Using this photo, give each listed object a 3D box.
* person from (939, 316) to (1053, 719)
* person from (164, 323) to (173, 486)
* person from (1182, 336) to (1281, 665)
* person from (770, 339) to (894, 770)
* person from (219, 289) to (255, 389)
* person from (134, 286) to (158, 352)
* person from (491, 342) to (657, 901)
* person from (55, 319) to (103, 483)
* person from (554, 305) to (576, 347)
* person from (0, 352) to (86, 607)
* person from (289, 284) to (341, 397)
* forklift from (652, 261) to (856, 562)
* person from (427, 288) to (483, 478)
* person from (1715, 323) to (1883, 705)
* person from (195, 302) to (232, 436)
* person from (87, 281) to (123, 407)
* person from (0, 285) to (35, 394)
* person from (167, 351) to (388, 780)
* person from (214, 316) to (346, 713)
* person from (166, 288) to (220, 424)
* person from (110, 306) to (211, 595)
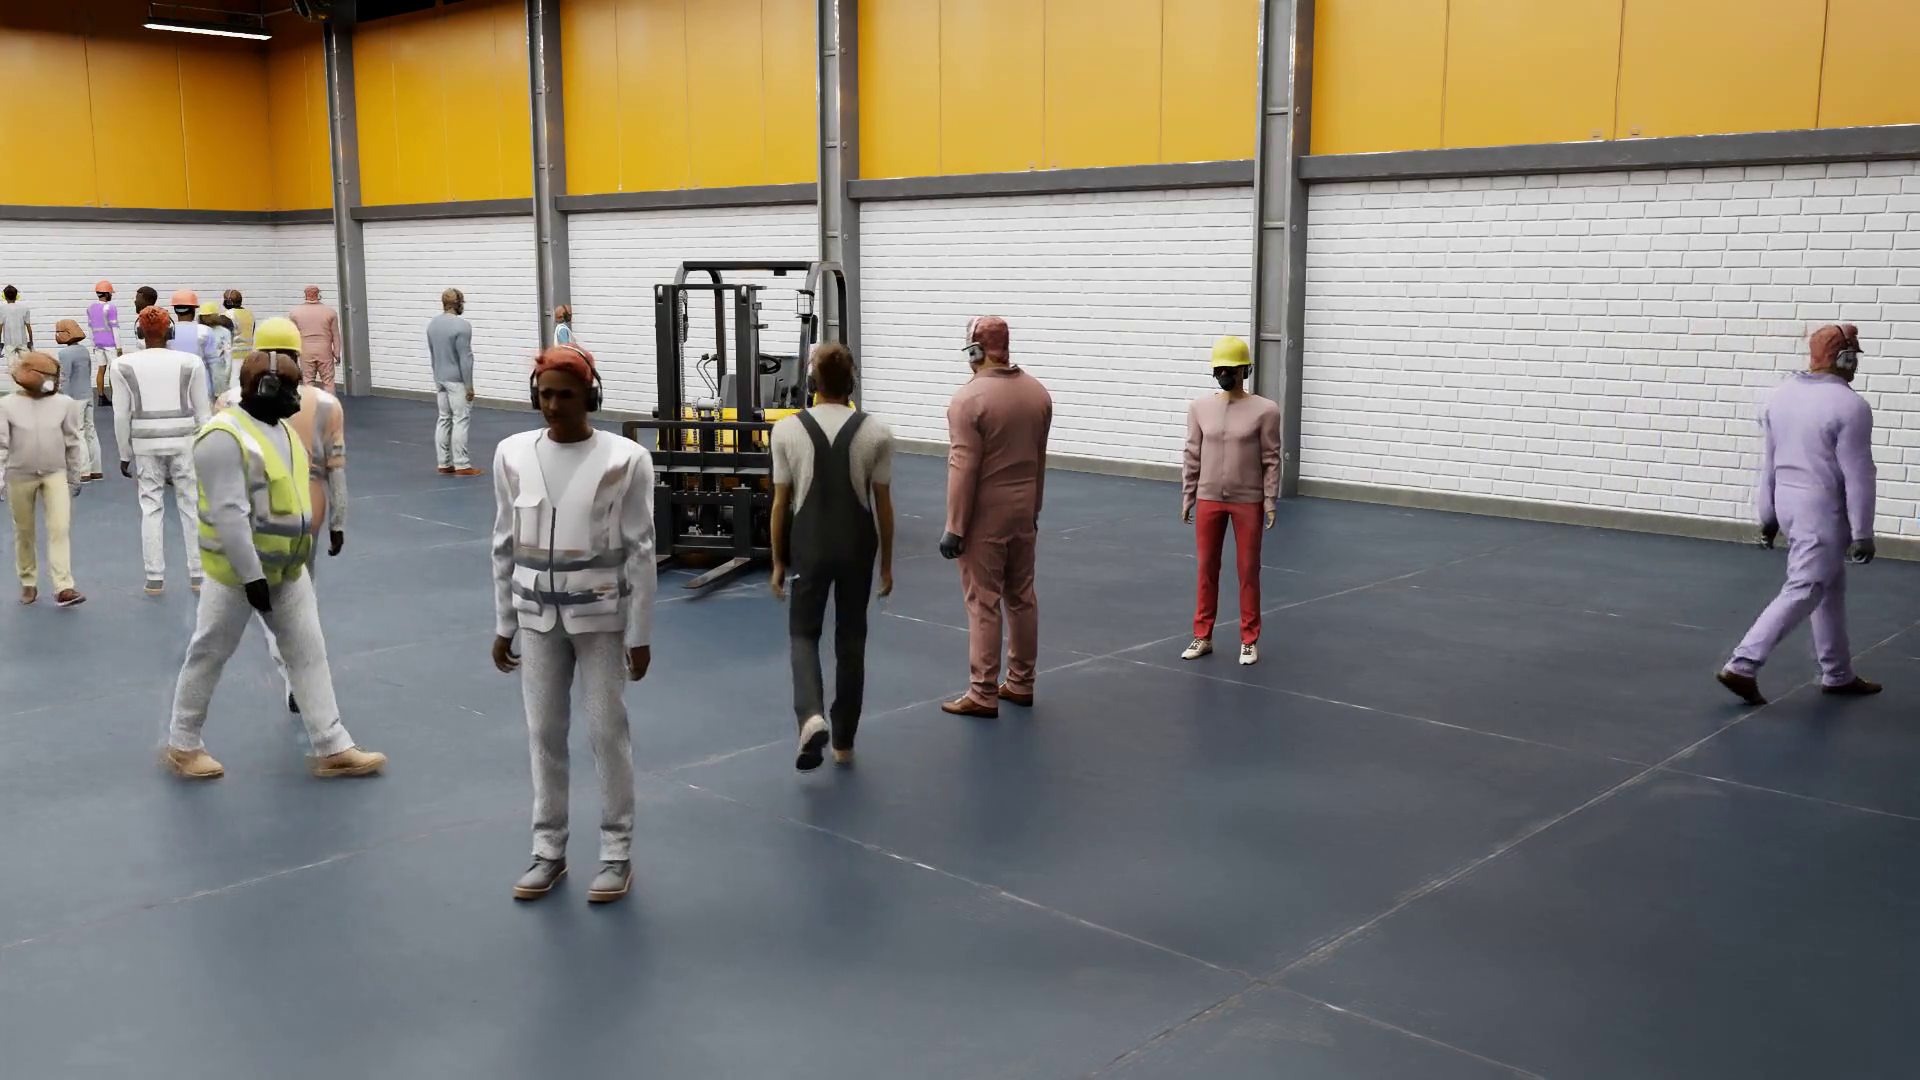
[{"bbox_3d":[0.142,-0.108,7.908,0.407,1.902,0.639,8,12,42],"label":"person"},{"bbox_3d":[-7.735,-1.306,16.125,0.405,1.607,0.538,6,11,34],"label":"person"},{"bbox_3d":[1.443,-0.208,8.929,0.534,1.767,0.320,4,10,24],"label":"person"},{"bbox_3d":[-0.525,0.086,6.932,0.520,1.831,0.530,-1,9,-5],"label":"person"},{"bbox_3d":[-9.821,-2.470,22.564,0.429,1.846,0.626,1,9,9],"label":"person"},{"bbox_3d":[-9.294,-1.957,19.180,0.392,1.922,0.591,-7,12,-39],"label":"person"},{"bbox_3d":[-1.296,0.283,5.587,0.576,1.880,0.380,2,9,11],"label":"person"},{"bbox_3d":[-8.765,-1.375,16.513,0.277,1.627,0.502,0,9,-1],"label":"person"},{"bbox_3d":[-5.284,-2.322,22.277,0.306,1.640,0.523,-3,10,-18],"label":"person"},{"bbox_3d":[-5.730,-0.364,10.357,0.527,1.590,0.809,-7,12,-37],"label":"person"},{"bbox_3d":[-8.909,-2.575,23.018,0.651,1.904,0.401,-3,10,-20],"label":"person"},{"bbox_3d":[-1.552,-1.040,12.721,1.214,2.155,2.313,2,9,11],"label":"forklift"},{"bbox_3d":[-5.160,-1.592,16.935,0.630,1.931,0.373,7,12,38],"label":"person"},{"bbox_3d":[4.130,-0.120,8.087,0.950,1.872,0.653,-1,9,-7],"label":"person"},{"bbox_3d":[-9.048,-2.002,20.083,0.498,1.719,0.724,-1,9,-6],"label":"person"},{"bbox_3d":[-13.151,-3.024,25.667,0.553,1.935,0.364,3,10,19],"label":"person"},{"bbox_3d":[-14.689,-3.021,25.851,0.519,1.873,0.328,-7,12,-38],"label":"person"},{"bbox_3d":[-2.914,0.120,6.888,0.945,1.788,0.643,2,10,14],"label":"person"},{"bbox_3d":[-3.249,-0.125,8.027,0.593,1.900,0.796,-6,11,-34],"label":"person"},{"bbox_3d":[-7.367,-1.433,15.925,0.551,1.932,0.376,-3,10,-15],"label":"person"},{"bbox_3d":[-5.192,-0.582,10.869,0.575,1.882,0.355,-4,10,-25],"label":"person"}]
